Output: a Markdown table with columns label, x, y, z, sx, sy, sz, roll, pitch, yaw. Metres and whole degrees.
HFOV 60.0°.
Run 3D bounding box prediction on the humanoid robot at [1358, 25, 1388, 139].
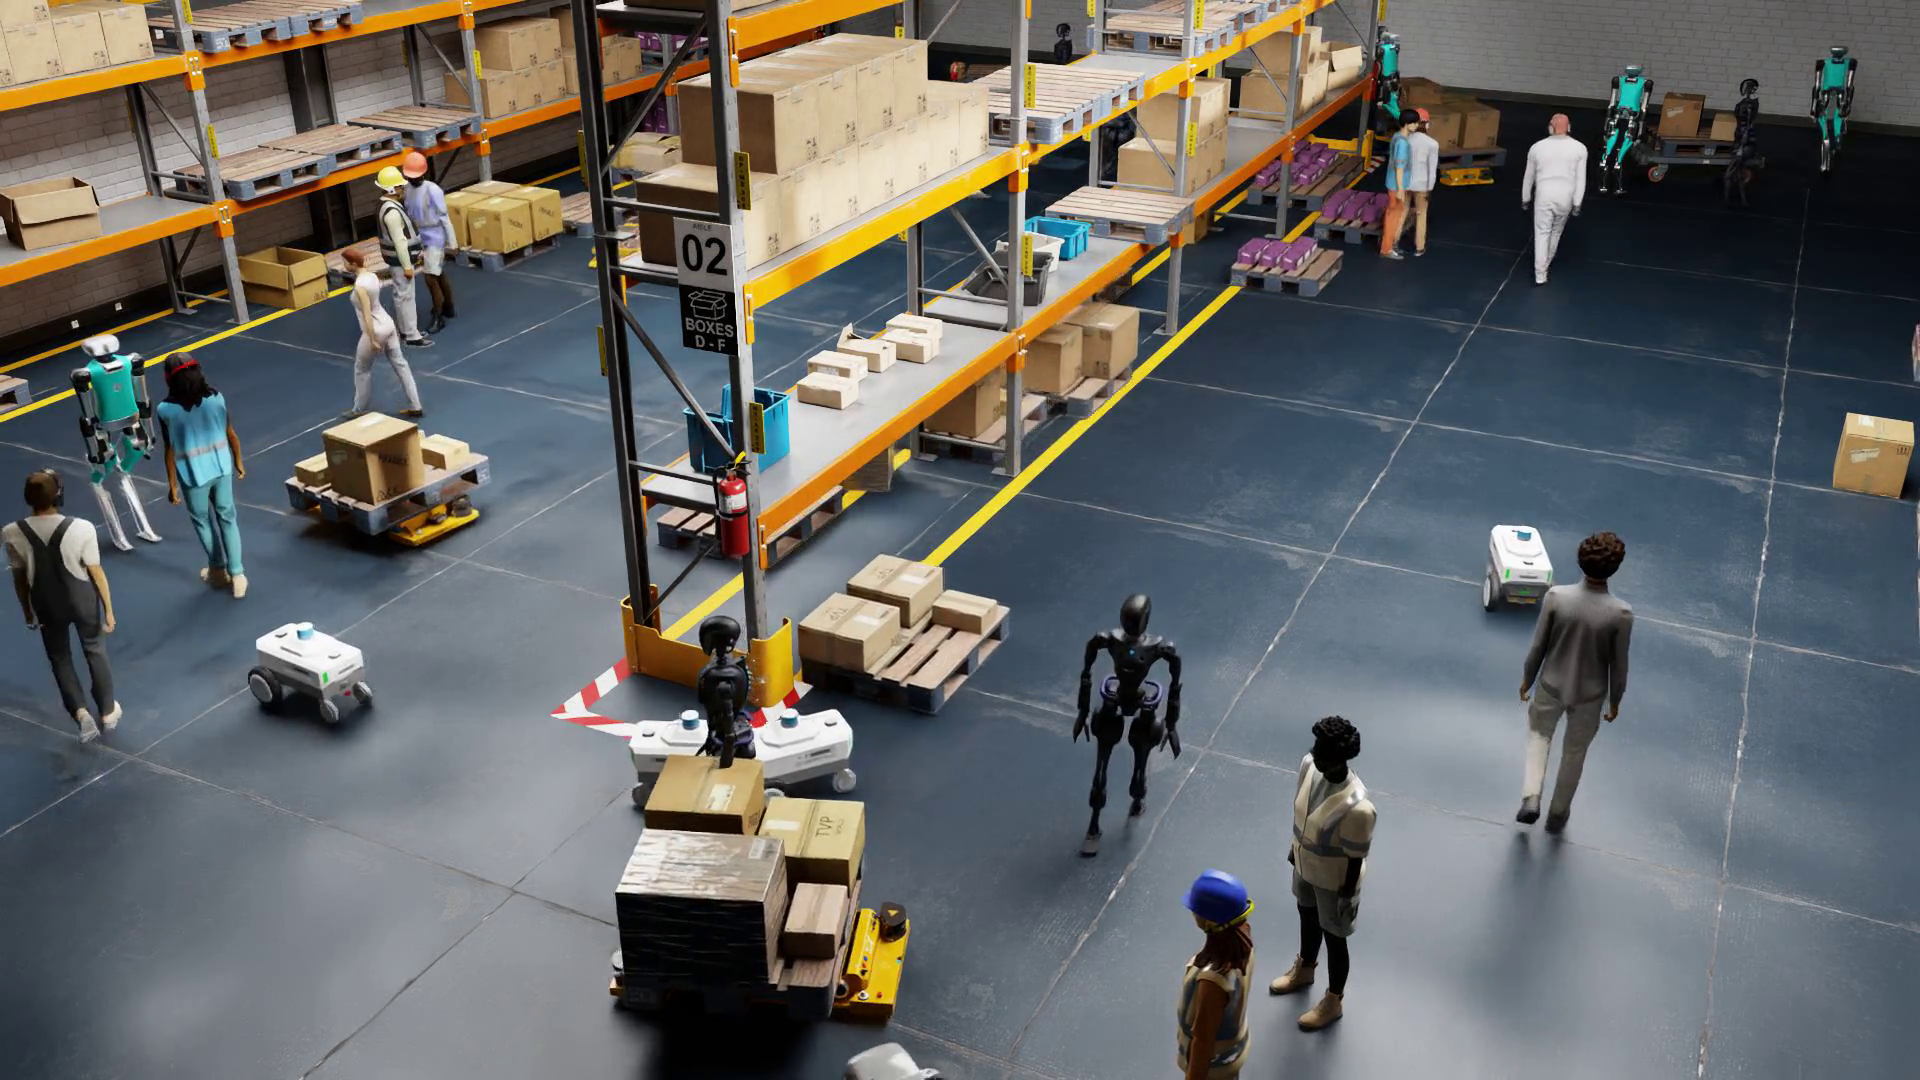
| label | x | y | z | sx | sy | sz | roll | pitch | yaw |
| --- | --- | --- | --- | --- | --- | --- | --- | --- | --- |
| humanoid robot | 6.305 | -6.957 | 25.236 | 0.328 | 1.654 | 0.586 | -2 | 26 | -3 |

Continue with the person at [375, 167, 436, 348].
| label | x | y | z | sx | sy | sz | roll | pitch | yaw |
| --- | --- | --- | --- | --- | --- | --- | --- | --- | --- |
| person | -5.620 | -2.850 | 16.773 | 0.404 | 1.833 | 0.589 | -13 | 29 | -24 |

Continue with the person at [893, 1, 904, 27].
| label | x | y | z | sx | sy | sz | roll | pitch | yaw |
| --- | --- | --- | --- | --- | --- | --- | --- | --- | --- |
| person | -1.018 | -9.505 | 30.239 | 0.370 | 1.822 | 0.498 | 14 | 30 | 26 |

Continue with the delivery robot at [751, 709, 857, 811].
| label | x | y | z | sx | sy | sz | roll | pitch | yaw |
| --- | --- | --- | --- | --- | --- | --- | --- | --- | --- |
| delivery robot | -1.033 | 1.295 | 9.861 | 0.790 | 0.614 | 0.499 | -12 | 29 | -23 |

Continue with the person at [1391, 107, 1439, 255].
| label | x | y | z | sx | sy | sz | roll | pitch | yaw |
| --- | --- | --- | --- | --- | --- | --- | --- | --- | --- |
| person | 5.360 | -4.236 | 19.686 | 0.571 | 1.725 | 0.499 | 16 | 31 | 30 |

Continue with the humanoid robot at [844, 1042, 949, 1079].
| label | x | y | z | sx | sy | sz | roll | pitch | yaw |
| --- | --- | --- | --- | --- | --- | --- | --- | --- | --- |
| humanoid robot | -0.054 | 2.651 | 5.787 | 0.572 | 1.783 | 0.855 | -20 | 33 | -35 |

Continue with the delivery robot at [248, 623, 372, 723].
| label | x | y | z | sx | sy | sz | roll | pitch | yaw |
| --- | --- | --- | --- | --- | --- | --- | --- | --- | --- |
| delivery robot | -4.211 | 0.814 | 10.798 | 0.774 | 0.583 | 0.499 | 15 | 30 | 28 |

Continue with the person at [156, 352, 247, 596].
| label | x | y | z | sx | sy | sz | roll | pitch | yaw |
| --- | --- | --- | --- | --- | --- | --- | --- | --- | --- |
| person | -5.448 | -0.489 | 11.979 | 0.584 | 1.854 | 0.526 | -22 | 34 | -38 |

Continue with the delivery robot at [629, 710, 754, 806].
| label | x | y | z | sx | sy | sz | roll | pitch | yaw |
| --- | --- | --- | --- | --- | --- | --- | --- | --- | --- |
| delivery robot | -1.548 | 1.297 | 9.856 | 0.796 | 0.613 | 0.499 | 1 | 26 | 3 |

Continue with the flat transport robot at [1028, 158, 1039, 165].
| label | x | y | z | sx | sy | sz | roll | pitch | yaw |
| --- | --- | --- | --- | --- | --- | --- | --- | --- | --- |
| flat transport robot | 0.358 | -5.518 | 23.923 | 1.431 | 0.231 | 0.659 | -7 | 27 | -14 |

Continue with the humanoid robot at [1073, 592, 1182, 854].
| label | x | y | z | sx | sy | sz | roll | pitch | yaw |
| --- | --- | --- | --- | --- | --- | --- | --- | --- | --- |
| humanoid robot | 0.935 | 0.976 | 9.255 | 0.616 | 1.642 | 0.530 | 6 | 27 | 11 |

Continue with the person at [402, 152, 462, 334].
| label | x | y | z | sx | sy | sz | roll | pitch | yaw |
| --- | --- | --- | --- | --- | --- | --- | --- | --- | --- |
| person | -5.540 | -3.130 | 17.298 | 0.536 | 1.885 | 0.708 | -24 | 35 | -39 |

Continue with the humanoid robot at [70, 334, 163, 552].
| label | x | y | z | sx | sy | sz | roll | pitch | yaw |
| --- | --- | --- | --- | --- | --- | --- | --- | --- | --- |
| humanoid robot | -6.437 | -0.763 | 12.594 | 0.733 | 1.725 | 0.530 | 19 | 32 | 33 |

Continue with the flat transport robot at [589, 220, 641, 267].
| label | x | y | z | sx | sy | sz | roll | pitch | yaw |
| --- | --- | --- | --- | --- | --- | --- | --- | --- | --- |
| flat transport robot | -3.913 | -3.531 | 19.910 | 0.659 | 0.231 | 1.431 | 3 | 26 | 6 |

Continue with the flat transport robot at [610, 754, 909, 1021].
| label | x | y | z | sx | sy | sz | roll | pitch | yaw |
| --- | --- | --- | --- | --- | --- | --- | --- | --- | --- |
| flat transport robot | -1.011 | 2.107 | 8.522 | 1.431 | 0.231 | 0.659 | 2 | 26 | 5 |

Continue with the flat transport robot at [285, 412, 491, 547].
| label | x | y | z | sx | sy | sz | roll | pitch | yaw |
| --- | --- | --- | --- | --- | --- | --- | --- | --- | --- |
| flat transport robot | -4.620 | -0.300 | 13.383 | 1.431 | 0.231 | 0.659 | 16 | 31 | 29 |

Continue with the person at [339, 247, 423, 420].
| label | x | y | z | sx | sy | sz | roll | pitch | yaw |
| --- | --- | --- | --- | --- | --- | --- | --- | --- | --- |
| person | -5.333 | -1.861 | 14.999 | 0.824 | 1.617 | 0.489 | 3 | 26 | 6 |

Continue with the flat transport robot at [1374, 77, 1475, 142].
| label | x | y | z | sx | sy | sz | roll | pitch | yaw |
| --- | --- | --- | --- | --- | --- | --- | --- | --- | --- |
| flat transport robot | 7.025 | -6.065 | 25.028 | 1.431 | 0.231 | 0.659 | 21 | 33 | 36 |

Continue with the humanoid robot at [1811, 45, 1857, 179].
| label | x | y | z | sx | sy | sz | roll | pitch | yaw |
| --- | --- | --- | --- | --- | --- | --- | --- | --- | --- |
| humanoid robot | 12.125 | -5.896 | 23.080 | 0.574 | 1.757 | 0.995 | 6 | 27 | 11 |

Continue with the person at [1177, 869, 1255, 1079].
| label | x | y | z | sx | sy | sz | roll | pitch | yaw |
| --- | --- | --- | --- | --- | --- | --- | --- | --- | --- |
| person | 1.018 | 2.107 | 6.833 | 0.324 | 1.771 | 0.473 | 11 | 28 | 20 |

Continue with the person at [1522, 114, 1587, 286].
| label | x | y | z | sx | sy | sz | roll | pitch | yaw |
| --- | --- | --- | --- | --- | --- | --- | --- | --- | --- |
| person | 6.689 | -3.859 | 18.811 | 0.651 | 1.830 | 1.002 | 7 | 27 | 14 |

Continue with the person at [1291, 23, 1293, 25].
| label | x | y | z | sx | sy | sz | roll | pitch | yaw |
| --- | --- | --- | --- | --- | --- | --- | --- | --- | --- |
| person | 5.413 | -8.310 | 27.708 | 0.487 | 1.911 | 0.561 | 15 | 30 | 28 |

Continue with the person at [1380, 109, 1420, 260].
| label | x | y | z | sx | sy | sz | roll | pitch | yaw |
| --- | --- | --- | --- | --- | --- | --- | --- | --- | --- |
| person | 5.160 | -4.178 | 19.541 | 0.329 | 1.759 | 0.502 | 5 | 27 | 10 |

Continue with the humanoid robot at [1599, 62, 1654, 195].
| label | x | y | z | sx | sy | sz | roll | pitch | yaw |
| --- | --- | --- | --- | --- | --- | --- | --- | --- | --- |
| humanoid robot | 8.633 | -5.354 | 21.786 | 0.533 | 1.678 | 0.735 | 19 | 32 | 33 |

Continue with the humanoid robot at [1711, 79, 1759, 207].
| label | x | y | z | sx | sy | sz | roll | pitch | yaw |
| --- | --- | --- | --- | --- | --- | --- | --- | --- | --- |
| humanoid robot | 10.161 | -5.146 | 21.599 | 0.519 | 1.634 | 0.584 | 6 | 27 | 12 |

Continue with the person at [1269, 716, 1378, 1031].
| label | x | y | z | sx | sy | sz | roll | pitch | yaw |
| --- | --- | --- | --- | --- | --- | --- | --- | --- | --- |
| person | 1.753 | 1.578 | 7.990 | 0.319 | 1.692 | 0.532 | -10 | 28 | -20 |

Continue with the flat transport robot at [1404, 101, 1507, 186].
| label | x | y | z | sx | sy | sz | roll | pitch | yaw |
| --- | --- | --- | --- | --- | --- | --- | --- | --- | --- |
| flat transport robot | 6.840 | -5.231 | 23.345 | 0.659 | 0.231 | 1.431 | -6 | 27 | -12 |

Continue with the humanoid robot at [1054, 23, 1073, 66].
| label | x | y | z | sx | sy | sz | roll | pitch | yaw |
| --- | --- | --- | --- | --- | --- | --- | --- | --- | --- |
| humanoid robot | 1.632 | -7.105 | 25.548 | 0.507 | 1.636 | 0.586 | -2 | 26 | -4 |

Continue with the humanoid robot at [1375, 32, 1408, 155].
| label | x | y | z | sx | sy | sz | roll | pitch | yaw |
| --- | --- | --- | --- | --- | --- | --- | --- | --- | --- |
| humanoid robot | 6.348 | -6.361 | 24.066 | 0.771 | 1.846 | 0.530 | 24 | 35 | 39 |

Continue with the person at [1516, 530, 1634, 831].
| label | x | y | z | sx | sy | sz | roll | pitch | yaw |
| --- | --- | --- | --- | --- | --- | --- | --- | --- | --- |
| person | 3.422 | 0.825 | 9.289 | 0.559 | 1.883 | 0.470 | 12 | 29 | 23 |

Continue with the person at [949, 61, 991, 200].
| label | x | y | z | sx | sy | sz | roll | pitch | yaw |
| --- | --- | --- | --- | --- | --- | --- | --- | --- | --- |
| person | -0.070 | -5.395 | 21.943 | 0.911 | 1.806 | 0.579 | 11 | 28 | 21 |

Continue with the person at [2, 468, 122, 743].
| label | x | y | z | sx | sy | sz | roll | pitch | yaw |
| --- | --- | --- | --- | --- | --- | --- | --- | --- | --- |
| person | -5.448 | 0.435 | 10.140 | 0.518 | 1.812 | 0.655 | -11 | 28 | -21 |

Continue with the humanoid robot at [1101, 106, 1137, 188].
| label | x | y | z | sx | sy | sz | roll | pitch | yaw |
| --- | --- | --- | --- | --- | --- | --- | --- | --- | --- |
| humanoid robot | 2.116 | -5.530 | 22.362 | 0.591 | 1.636 | 0.488 | 22 | 34 | 37 |

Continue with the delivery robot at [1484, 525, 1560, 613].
| label | x | y | z | sx | sy | sz | roll | pitch | yaw |
| --- | --- | --- | --- | --- | --- | --- | --- | --- | --- |
| delivery robot | 4.058 | 0.200 | 12.062 | 0.499 | 0.603 | 0.803 | 4 | 27 | 7 |

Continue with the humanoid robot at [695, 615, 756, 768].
| label | x | y | z | sx | sy | sz | roll | pitch | yaw |
| --- | --- | --- | --- | --- | --- | --- | --- | --- | --- |
| humanoid robot | -1.275 | 1.158 | 8.846 | 0.382 | 1.655 | 0.603 | -6 | 27 | -11 |
